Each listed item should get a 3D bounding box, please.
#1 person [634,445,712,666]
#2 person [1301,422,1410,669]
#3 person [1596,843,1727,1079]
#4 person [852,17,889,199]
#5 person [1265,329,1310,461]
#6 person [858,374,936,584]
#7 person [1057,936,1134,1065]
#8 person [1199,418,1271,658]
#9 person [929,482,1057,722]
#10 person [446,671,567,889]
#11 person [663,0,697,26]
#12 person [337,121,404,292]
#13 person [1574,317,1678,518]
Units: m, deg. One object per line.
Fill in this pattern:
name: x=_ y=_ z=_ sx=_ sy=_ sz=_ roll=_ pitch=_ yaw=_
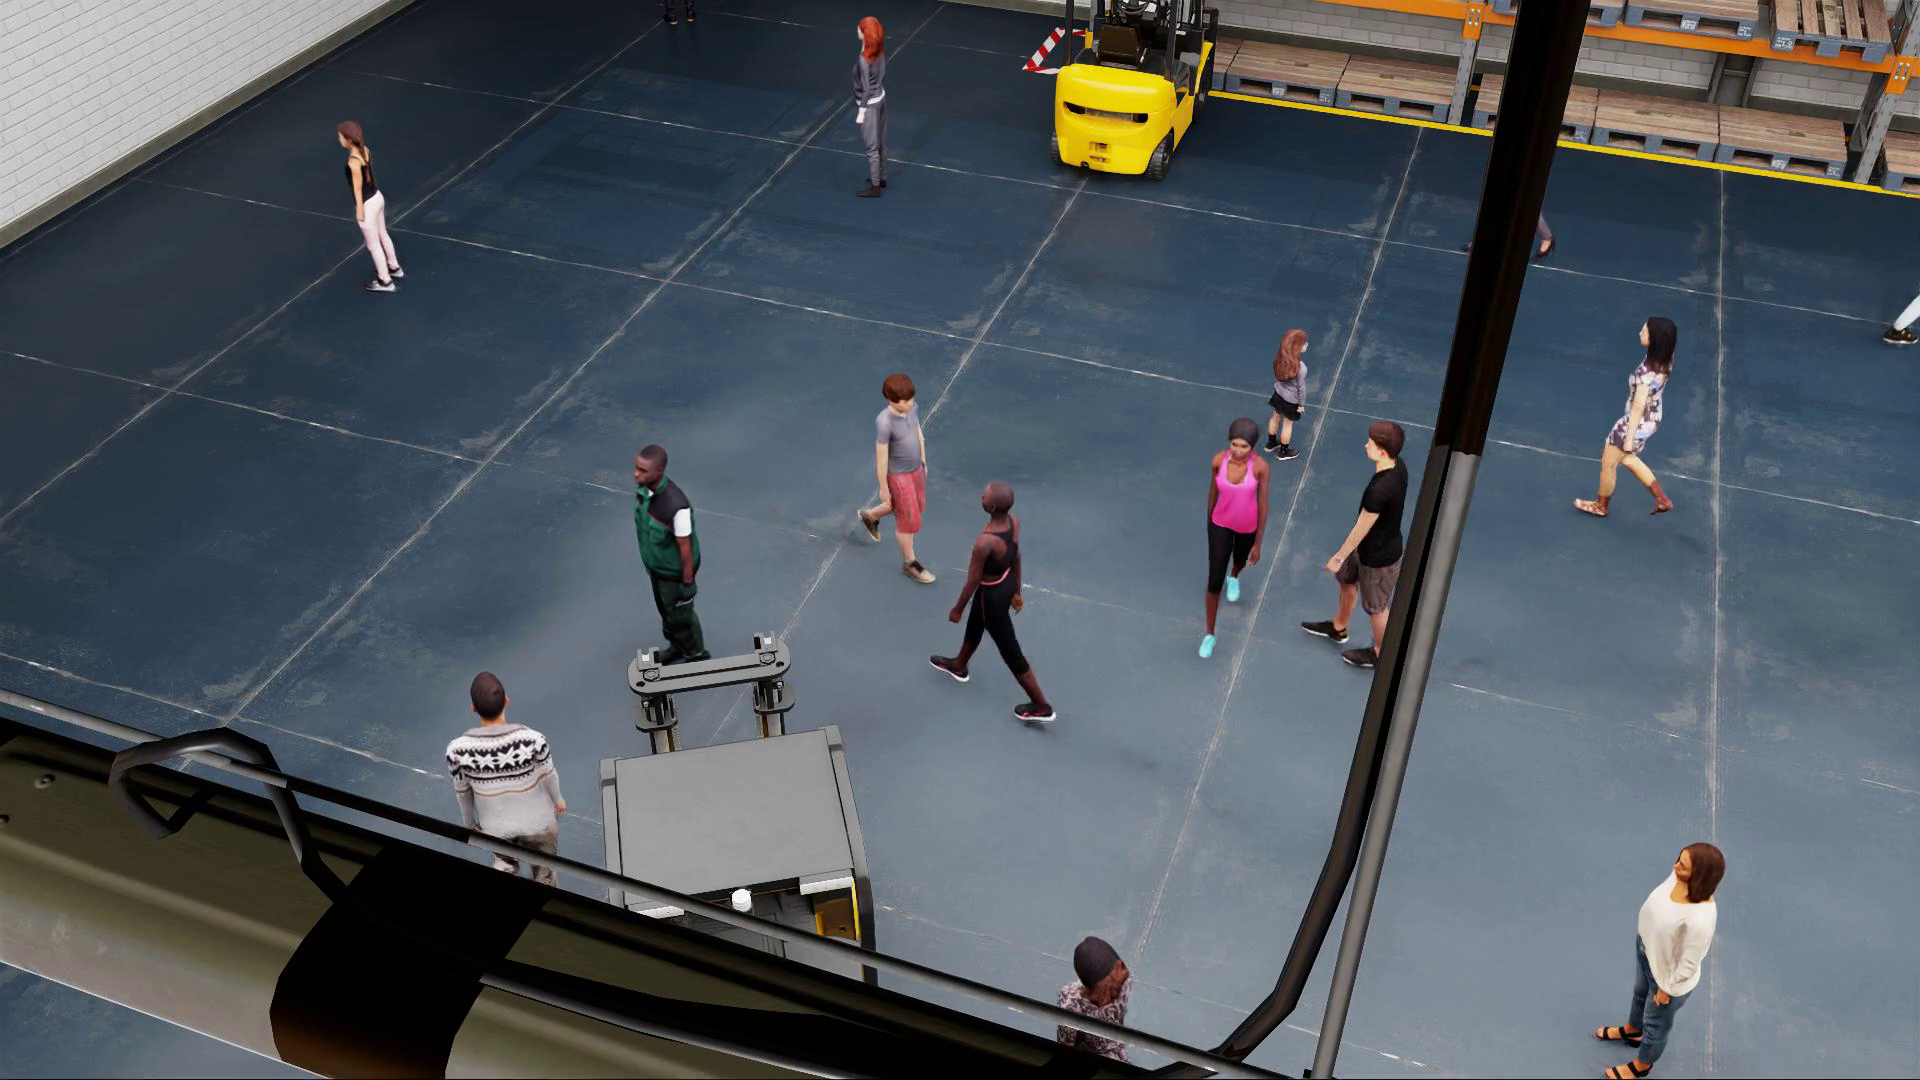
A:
person: x=-1.828 y=0.141 z=10.526 sx=0.837 sy=1.834 sz=0.739 roll=-23 pitch=44 yaw=-26
person: x=2.747 y=0.082 z=10.598 sx=0.845 sy=1.837 sz=0.713 roll=10 pitch=40 yaw=12
person: x=3.498 y=2.081 z=8.220 sx=0.616 sy=1.680 sz=0.671 roll=4 pitch=39 yaw=5
person: x=-0.850 y=-4.156 z=15.951 sx=0.488 sy=1.779 sz=0.578 roll=12 pitch=40 yaw=15
person: x=2.503 y=-1.129 z=12.698 sx=0.597 sy=1.107 sz=0.520 roll=-21 pitch=43 yaw=-24
person: x=-0.462 y=-0.480 z=11.465 sx=1.008 sy=1.633 sz=0.745 roll=24 pitch=44 yaw=27
person: x=0.664 y=2.479 z=7.716 sx=1.030 sy=1.688 sz=1.101 roll=-17 pitch=42 yaw=-21
person: x=1.844 y=-0.131 z=10.988 sx=1.074 sy=1.682 sz=0.679 roll=10 pitch=40 yaw=13
person: x=0.299 y=0.430 z=10.263 sx=1.224 sy=1.711 sz=0.693 roll=19 pitch=42 yaw=22
person: x=-2.354 y=1.528 z=8.790 sx=0.775 sy=1.833 sz=0.857 roll=-3 pitch=39 yaw=-4
person: x=-3.367 y=-6.975 z=19.410 sx=0.711 sy=1.868 sz=0.785 roll=-12 pitch=40 yaw=-15
person: x=-5.194 y=-2.950 z=14.613 sx=0.588 sy=1.563 sz=0.583 roll=2 pitch=39 yaw=3
person: x=4.866 y=-0.779 z=11.774 sx=0.985 sy=1.715 sz=0.790 roll=28 pitch=46 yaw=31
